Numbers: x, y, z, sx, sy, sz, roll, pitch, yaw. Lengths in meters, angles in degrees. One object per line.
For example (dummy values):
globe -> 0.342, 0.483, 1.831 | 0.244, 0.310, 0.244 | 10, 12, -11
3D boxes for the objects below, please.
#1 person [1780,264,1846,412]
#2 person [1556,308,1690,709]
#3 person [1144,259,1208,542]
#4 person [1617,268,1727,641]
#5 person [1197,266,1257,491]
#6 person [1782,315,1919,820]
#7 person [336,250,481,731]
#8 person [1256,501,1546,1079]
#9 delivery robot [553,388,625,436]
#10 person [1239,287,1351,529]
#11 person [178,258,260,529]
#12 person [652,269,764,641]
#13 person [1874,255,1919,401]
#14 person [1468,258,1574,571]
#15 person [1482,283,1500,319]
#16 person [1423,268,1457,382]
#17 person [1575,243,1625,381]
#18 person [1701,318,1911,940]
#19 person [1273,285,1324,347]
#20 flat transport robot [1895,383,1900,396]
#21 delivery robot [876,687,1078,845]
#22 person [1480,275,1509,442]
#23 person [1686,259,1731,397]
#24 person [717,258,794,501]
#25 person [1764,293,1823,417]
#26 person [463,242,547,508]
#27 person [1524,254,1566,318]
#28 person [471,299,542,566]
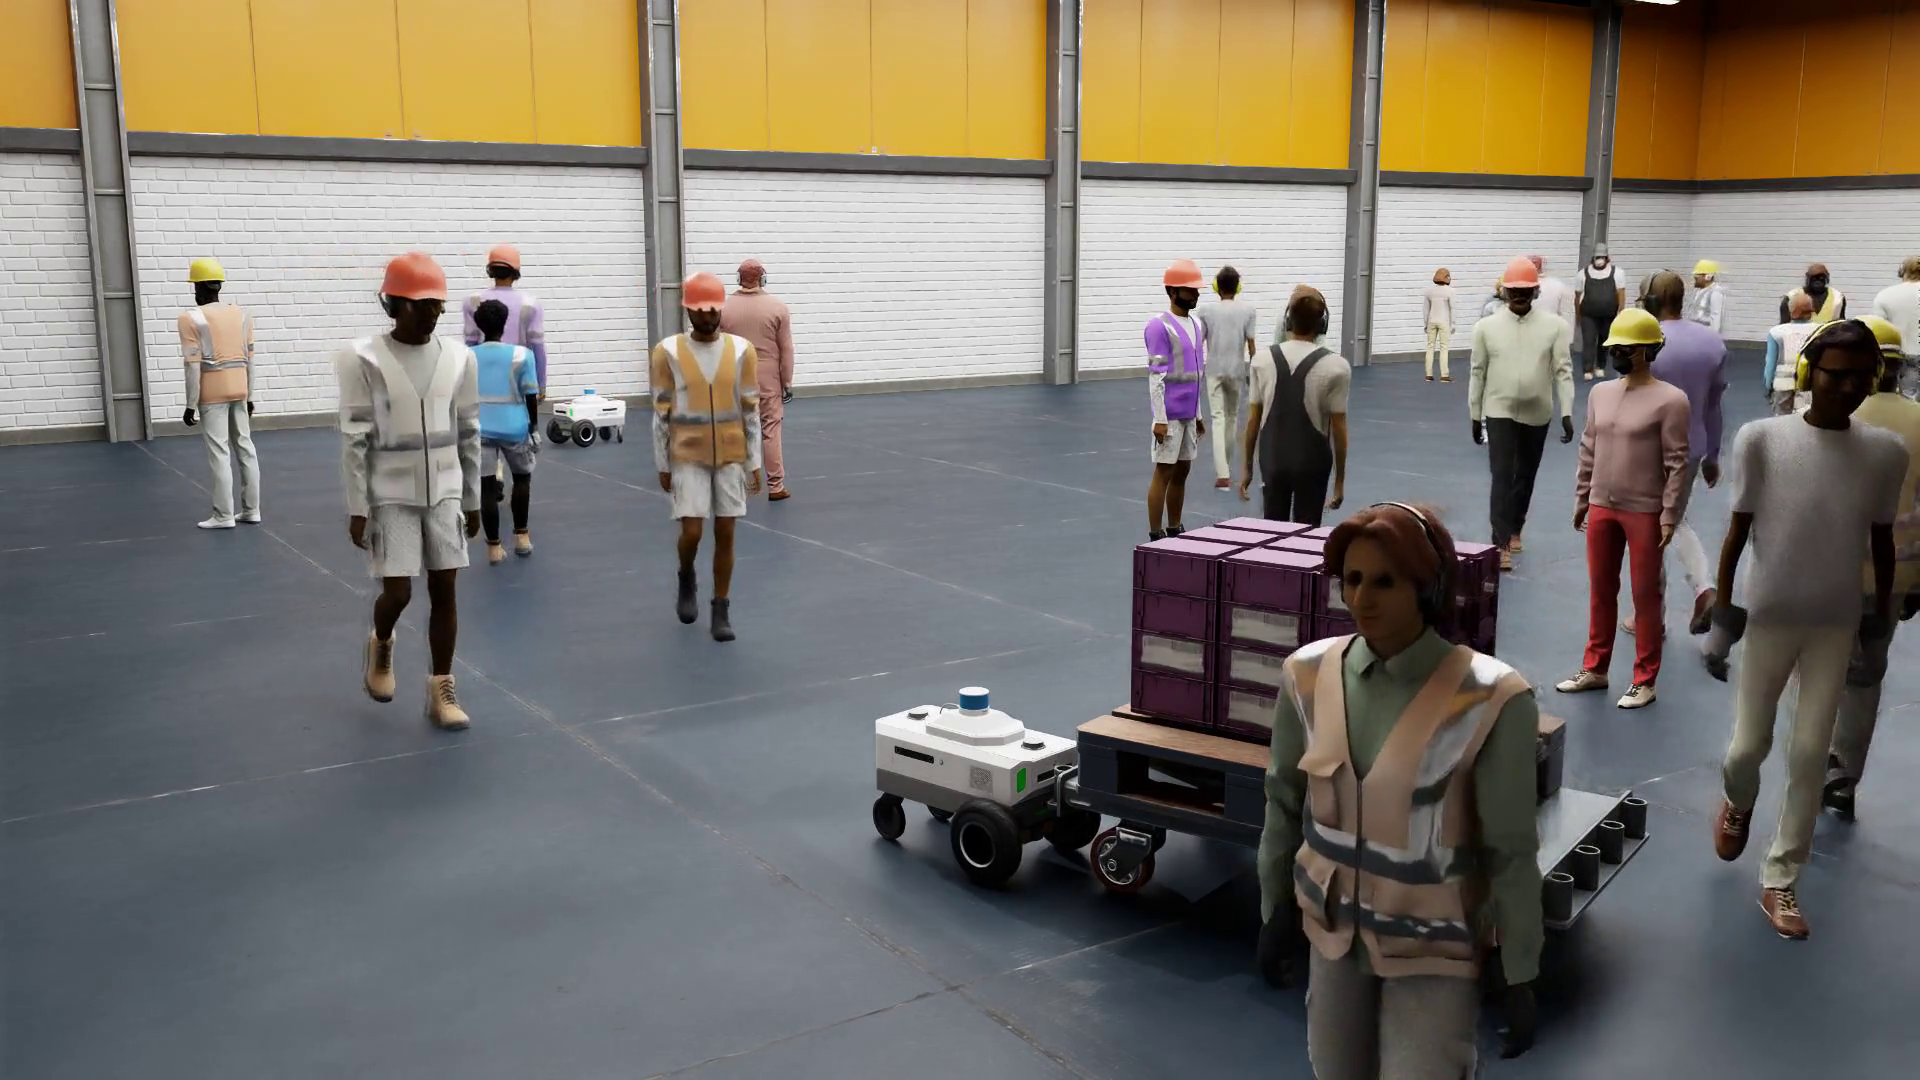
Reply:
person -> 8.657, -1.886, 16.884 | 0.641, 1.795, 0.933 | 3, 11, 17
person -> 2.952, -0.140, 7.391 | 0.311, 1.768, 0.533 | -6, 12, -31
person -> 1.410, -0.826, 10.683 | 0.358, 1.938, 0.545 | 8, 13, 36
person -> 3.594, -0.407, 8.433 | 0.636, 1.920, 0.503 | -3, 11, -18
person -> 2.195, -1.361, 13.922 | 0.555, 1.822, 0.941 | 0, 10, 1
person -> 3.155, 0.117, 5.886 | 0.612, 1.807, 0.500 | 1, 10, 5
person -> -2.319, -0.206, 7.048 | 0.611, 2.022, 0.607 | -8, 13, -39
person -> 0.750, 0.737, 2.950 | 0.369, 1.624, 0.547 | -9, 14, -40
delivery robot -> -3.726, -1.287, 16.745 | 0.477, 0.478, 0.707 | 9, 14, 41
person -> 1.675, -0.343, 8.328 | 0.546, 1.829, 0.404 | 5, 12, 27
person -> -5.285, -1.035, 11.854 | 0.383, 1.928, 0.588 | 5, 12, 27
person -> -1.298, -0.434, 8.593 | 0.537, 1.915, 0.502 | -4, 11, -19
person -> 8.982, -1.740, 15.788 | 0.632, 1.911, 0.569 | 3, 11, 16
person -> 3.577, -0.819, 10.657 | 0.618, 1.952, 1.002 | 2, 11, 10
person -> 7.016, -2.661, 21.746 | 0.908, 1.581, 0.528 | -5, 12, -26
person -> 6.904, -3.093, 23.943 | 0.500, 1.634, 0.286 | 10, 14, 43
person -> 9.354, -3.373, 24.365 | 0.678, 2.000, 0.976 | 3, 11, 16
person -> 2.555, 0.241, 5.087 | 0.541, 1.846, 0.620 | 3, 11, 14
person -> 3.472, -1.822, 17.100 | 0.512, 1.589, 0.841 | 1, 10, 8
flat transport robot -> 11.871, -1.951, 21.421 | 0.652, 0.197, 1.431 | 5, 11, 25
delivery robot -> 0.046, 0.741, 5.627 | 0.707, 0.478, 0.477 | 9, 14, 41
person -> 5.518, -1.850, 16.830 | 0.485, 1.744, 0.295 | 1, 10, 7
person -> 9.093, -2.499, 20.202 | 0.585, 1.816, 0.596 | 0, 10, 2
person -> -1.615, -1.256, 13.115 | 0.645, 1.913, 0.409 | 1, 10, 4
person -> 7.152, -1.309, 14.242 | 0.504, 1.605, 0.835 | 7, 12, 33
person -> -3.473, -1.251, 12.739 | 0.627, 2.032, 0.471 | -2, 10, -9
person -> 6.231, -2.170, 18.197 | 0.664, 1.878, 0.606 | -2, 10, -10
person -> -2.953, -0.698, 10.666 | 0.558, 1.674, 0.593 | -1, 10, -7
